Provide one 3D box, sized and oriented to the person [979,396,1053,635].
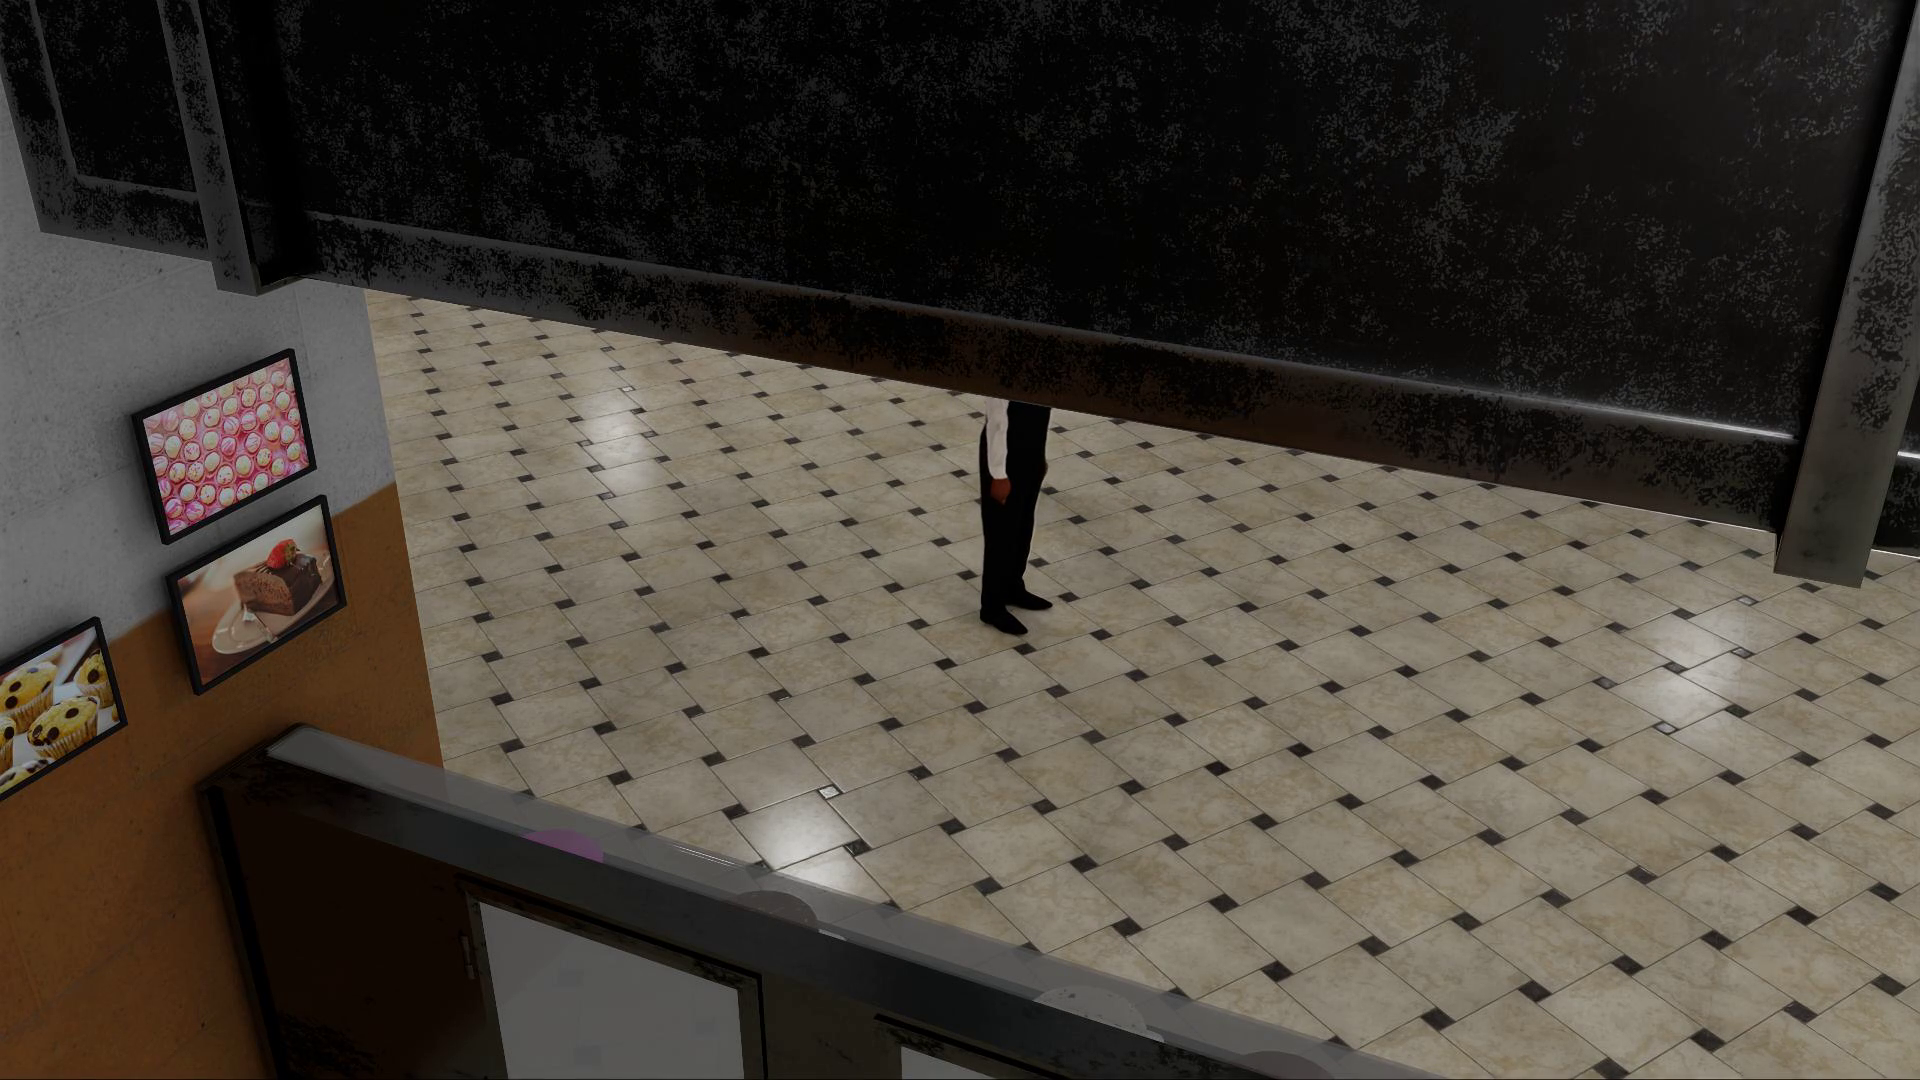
[{"bbox_3d":[0.281,-0.459,8.704,0.753,1.918,0.525,14,30,25],"label":"person"}]
